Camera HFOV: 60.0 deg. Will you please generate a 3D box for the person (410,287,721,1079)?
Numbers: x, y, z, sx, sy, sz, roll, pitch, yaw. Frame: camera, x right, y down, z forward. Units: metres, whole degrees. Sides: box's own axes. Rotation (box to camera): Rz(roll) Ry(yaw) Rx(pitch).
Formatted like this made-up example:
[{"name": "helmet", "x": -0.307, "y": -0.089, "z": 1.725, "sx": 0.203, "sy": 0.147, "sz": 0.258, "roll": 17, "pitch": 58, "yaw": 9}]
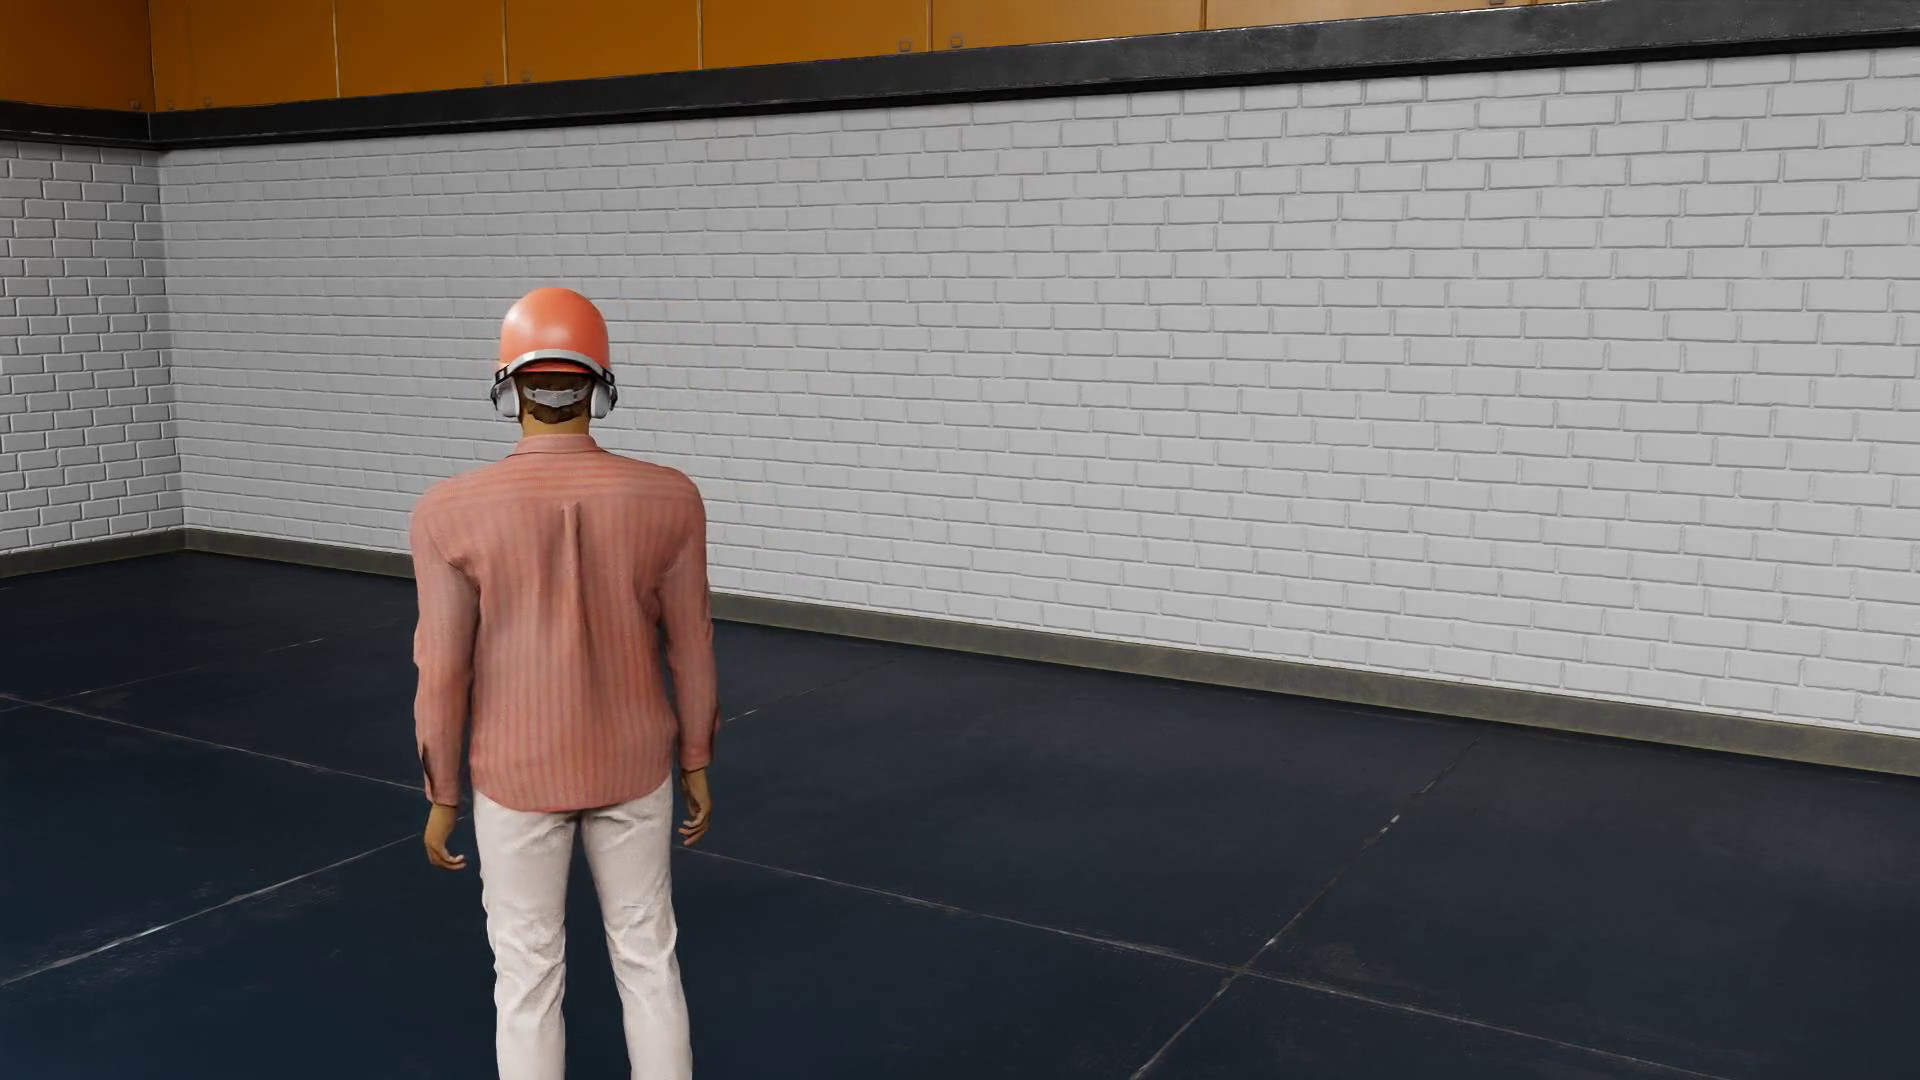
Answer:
[{"name": "person", "x": -0.815, "y": 0.478, "z": 3.482, "sx": 0.623, "sy": 1.992, "sz": 0.396, "roll": -4, "pitch": 10, "yaw": -24}]
